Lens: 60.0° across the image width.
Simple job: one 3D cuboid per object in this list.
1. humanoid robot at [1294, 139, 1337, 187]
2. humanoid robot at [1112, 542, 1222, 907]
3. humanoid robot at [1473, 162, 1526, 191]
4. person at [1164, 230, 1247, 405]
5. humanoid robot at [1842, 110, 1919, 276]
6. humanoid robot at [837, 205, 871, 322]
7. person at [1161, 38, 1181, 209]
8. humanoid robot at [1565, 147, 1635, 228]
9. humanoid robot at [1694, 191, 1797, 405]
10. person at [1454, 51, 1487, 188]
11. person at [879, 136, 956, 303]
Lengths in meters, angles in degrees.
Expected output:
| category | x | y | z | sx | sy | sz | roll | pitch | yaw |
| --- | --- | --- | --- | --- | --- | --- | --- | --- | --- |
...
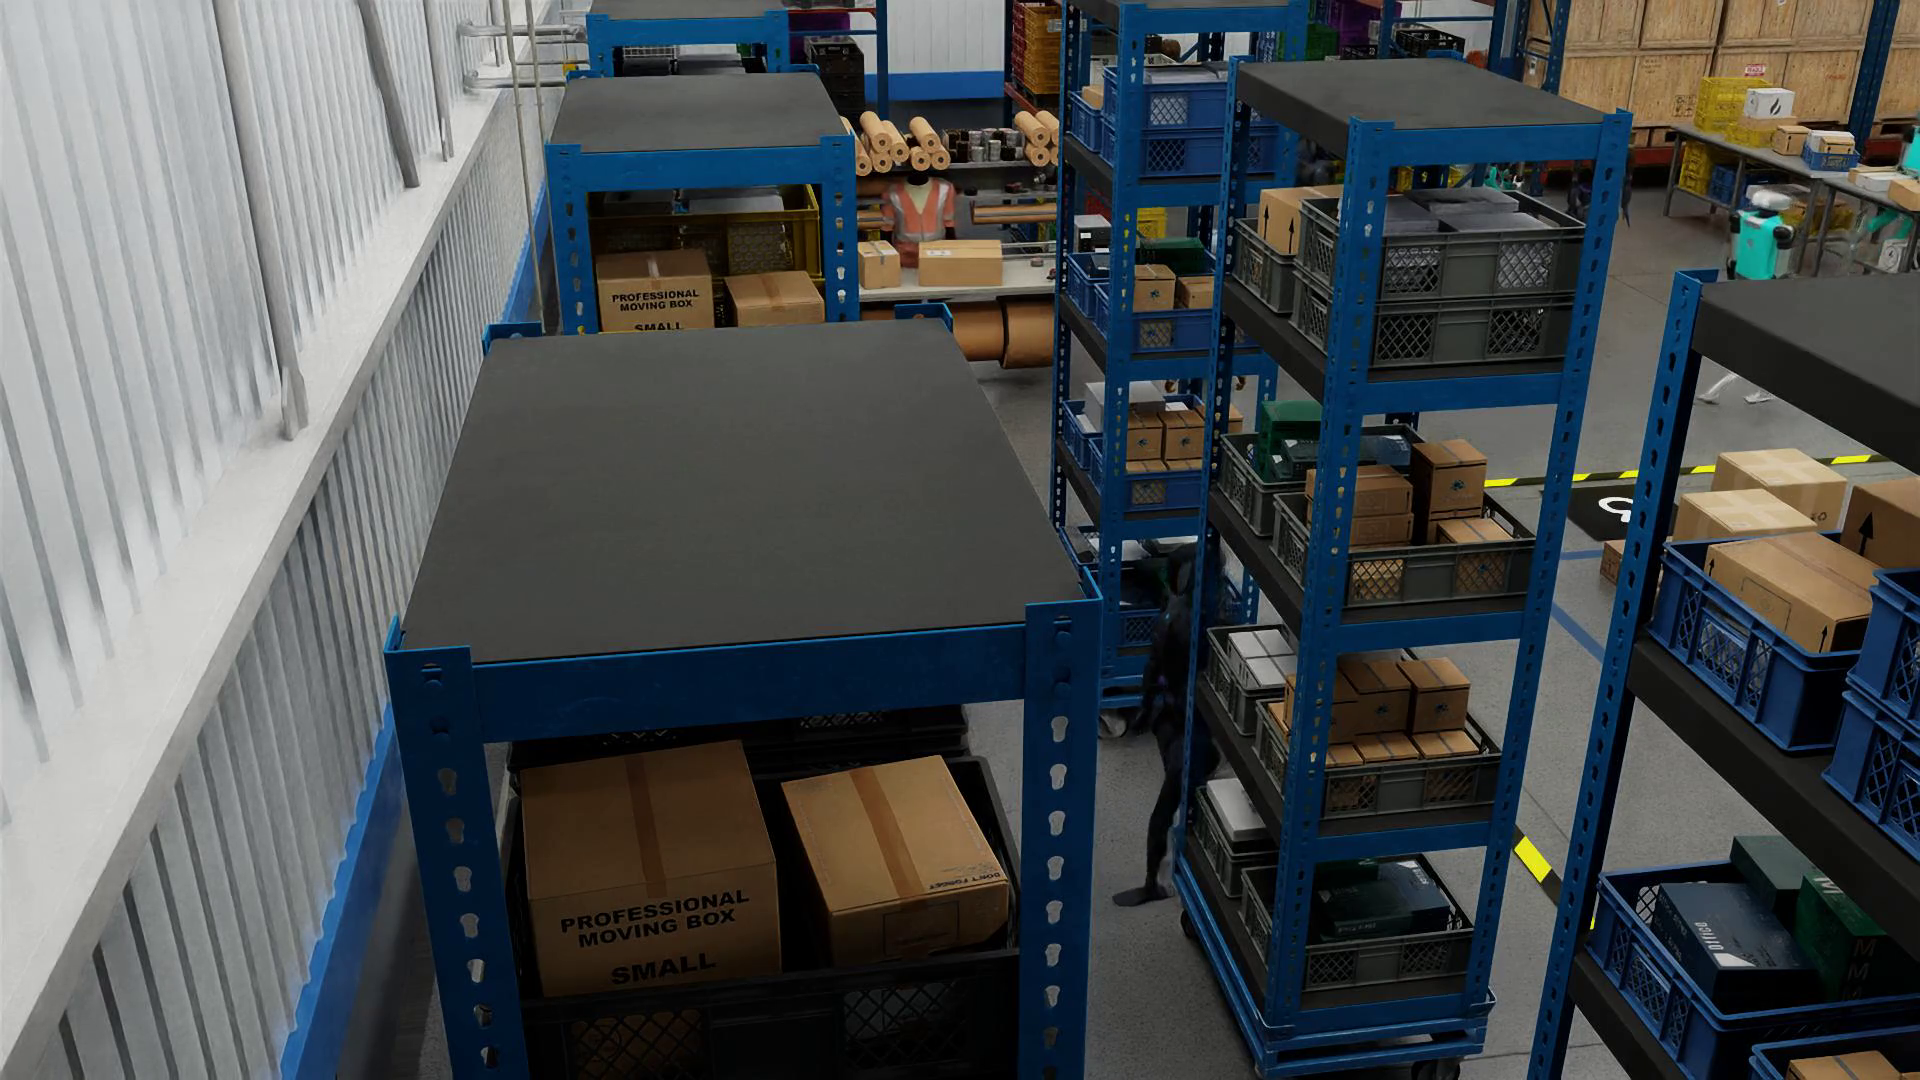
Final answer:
| category | x | y | z | sx | sy | sz | roll | pitch | yaw |
| --- | --- | --- | --- | --- | --- | --- | --- | --- | --- |
| humanoid robot | 3.038 | -2.763 | 14.605 | 0.594 | 1.653 | 0.452 | -11 | 27 | -23 |
| humanoid robot | 0.998 | 0.761 | 6.990 | 0.681 | 1.637 | 0.601 | -8 | 26 | -16 |
| humanoid robot | 5.403 | -3.688 | 16.453 | 0.530 | 1.713 | 0.700 | 19 | 31 | 36 |
| person | 1.608 | -1.110 | 10.817 | 0.588 | 1.852 | 0.371 | -5 | 25 | -10 |
| humanoid robot | 8.455 | -3.021 | 15.187 | 0.968 | 1.775 | 0.537 | -8 | 26 | -16 |
| humanoid robot | -0.833 | -2.264 | 13.575 | 0.698 | 1.624 | 0.634 | 6 | 25 | 13 |
| person | 2.300 | -4.605 | 18.429 | 0.429 | 1.840 | 0.629 | 7 | 26 | 15 |
| humanoid robot | 5.888 | -3.111 | 15.407 | 0.611 | 1.641 | 0.660 | 1 | 25 | 3 |
| humanoid robot | 5.990 | -1.743 | 12.297 | 0.963 | 1.717 | 0.546 | -10 | 27 | -21 |
| person | 5.427 | -4.173 | 17.485 | 0.736 | 1.854 | 0.341 | 22 | 32 | 39 |
| person | -0.324 | -2.194 | 13.051 | 0.606 | 1.959 | 0.372 | -4 | 25 | -9 |
